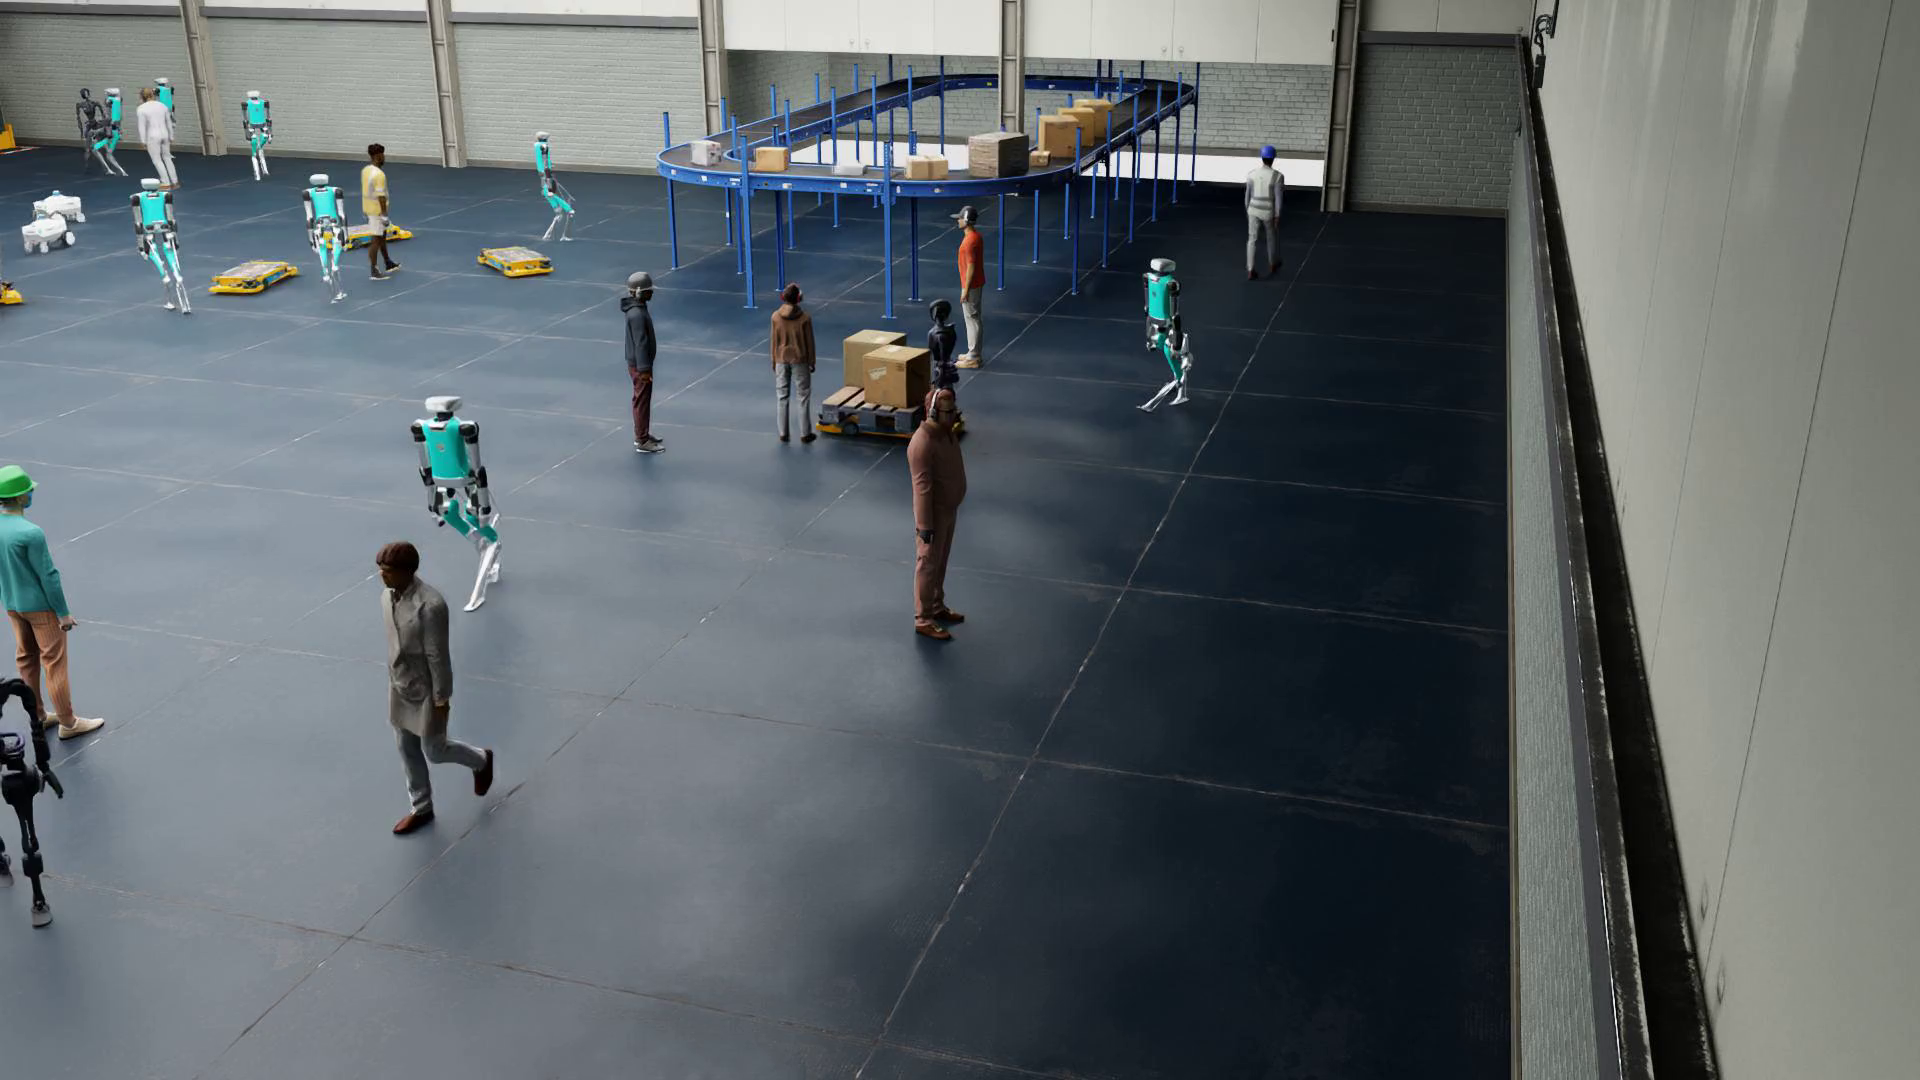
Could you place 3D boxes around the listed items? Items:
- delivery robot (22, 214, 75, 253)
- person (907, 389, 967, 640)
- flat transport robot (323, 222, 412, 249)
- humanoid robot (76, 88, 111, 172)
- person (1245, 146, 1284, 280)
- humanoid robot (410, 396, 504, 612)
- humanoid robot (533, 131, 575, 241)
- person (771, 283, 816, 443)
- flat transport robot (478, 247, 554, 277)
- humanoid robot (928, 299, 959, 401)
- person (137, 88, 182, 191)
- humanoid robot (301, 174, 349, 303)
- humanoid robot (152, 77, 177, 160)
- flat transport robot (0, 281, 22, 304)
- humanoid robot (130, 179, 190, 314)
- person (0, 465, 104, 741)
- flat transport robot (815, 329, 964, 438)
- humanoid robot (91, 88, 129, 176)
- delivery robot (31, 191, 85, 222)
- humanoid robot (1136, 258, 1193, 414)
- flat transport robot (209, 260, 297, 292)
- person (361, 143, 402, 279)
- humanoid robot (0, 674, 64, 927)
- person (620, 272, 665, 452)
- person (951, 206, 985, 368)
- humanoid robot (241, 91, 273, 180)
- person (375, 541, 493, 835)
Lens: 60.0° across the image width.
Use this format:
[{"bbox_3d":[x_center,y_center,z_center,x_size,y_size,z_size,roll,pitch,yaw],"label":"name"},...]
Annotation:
[{"bbox_3d":[-14.529,-4.879,26.409,0.499,0.575,0.750,2,21,6],"label":"delivery robot"},{"bbox_3d":[-0.151,-0.211,12.452,0.406,1.905,0.651,6,22,16],"label":"person"},{"bbox_3d":[-9.691,-4.921,26.942,0.659,0.231,1.431,15,26,34],"label":"flat transport robot"},{"bbox_3d":[-17.678,-8.351,33.900,0.605,1.651,0.542,-1,21,-4],"label":"humanoid robot"},{"bbox_3d":[4.486,-4.820,24.409,0.633,1.889,0.988,12,24,29],"label":"person"},{"bbox_3d":[-3.815,-0.332,13.083,0.547,1.831,0.875,4,22,11],"label":"humanoid robot"},{"bbox_3d":[-6.552,-5.714,26.991,0.761,1.814,0.563,-10,23,-24],"label":"humanoid robot"},{"bbox_3d":[-1.698,-1.791,16.911,0.457,1.643,0.318,3,21,7],"label":"person"},{"bbox_3d":[-6.709,-4.201,25.075,0.659,0.231,1.431,-14,25,-32],"label":"flat transport robot"},{"bbox_3d":[-0.175,-1.561,16.284,0.323,1.642,0.598,-2,21,-5],"label":"humanoid robot"},{"bbox_3d":[-15.267,-7.620,31.650,0.451,1.918,0.666,10,23,25],"label":"person"},{"bbox_3d":[-8.584,-4.011,22.574,0.552,1.788,0.831,-5,22,-14],"label":"humanoid robot"},{"bbox_3d":[-16.806,-8.834,34.865,0.735,1.677,0.533,6,22,16],"label":"humanoid robot"},{"bbox_3d":[-13.716,-3.310,22.762,1.431,0.231,0.659,-15,26,-34],"label":"flat transport robot"},{"bbox_3d":[-10.624,-3.846,22.257,0.553,1.896,0.767,-18,28,-39],"label":"humanoid robot"},{"bbox_3d":[-6.044,0.416,10.866,0.526,1.873,0.343,8,22,19],"label":"person"},{"bbox_3d":[-0.731,-1.252,17.426,1.431,0.231,0.659,7,22,17],"label":"flat transport robot"},{"bbox_3d":[-17.041,-8.102,33.174,0.797,1.773,0.535,0,21,0],"label":"humanoid robot"},{"bbox_3d":[-15.441,-5.670,28.463,0.499,0.577,0.769,11,23,25],"label":"delivery robot"},{"bbox_3d":[2.281,-2.162,17.730,1.008,1.725,0.544,-13,25,-31],"label":"humanoid robot"},{"bbox_3d":[-10.214,-3.807,24.051,0.659,0.231,1.431,1,21,3],"label":"flat transport robot"},{"bbox_3d":[-8.507,-4.830,24.406,0.638,1.934,0.697,-15,26,-34],"label":"person"},{"bbox_3d":[-5.242,1.255,9.033,0.594,1.637,0.766,-13,25,-30],"label":"humanoid robot"},{"bbox_3d":[-3.175,-1.790,16.673,0.373,1.810,0.555,-5,22,-12],"label":"person"},{"bbox_3d":[0.094,-2.985,19.640,0.398,1.912,0.475,4,21,10],"label":"person"},{"bbox_3d":[-13.917,-7.977,32.925,0.533,1.835,0.805,-14,25,-33],"label":"humanoid robot"},{"bbox_3d":[-3.161,0.839,9.862,0.511,1.807,0.610,12,24,28],"label":"person"}]
